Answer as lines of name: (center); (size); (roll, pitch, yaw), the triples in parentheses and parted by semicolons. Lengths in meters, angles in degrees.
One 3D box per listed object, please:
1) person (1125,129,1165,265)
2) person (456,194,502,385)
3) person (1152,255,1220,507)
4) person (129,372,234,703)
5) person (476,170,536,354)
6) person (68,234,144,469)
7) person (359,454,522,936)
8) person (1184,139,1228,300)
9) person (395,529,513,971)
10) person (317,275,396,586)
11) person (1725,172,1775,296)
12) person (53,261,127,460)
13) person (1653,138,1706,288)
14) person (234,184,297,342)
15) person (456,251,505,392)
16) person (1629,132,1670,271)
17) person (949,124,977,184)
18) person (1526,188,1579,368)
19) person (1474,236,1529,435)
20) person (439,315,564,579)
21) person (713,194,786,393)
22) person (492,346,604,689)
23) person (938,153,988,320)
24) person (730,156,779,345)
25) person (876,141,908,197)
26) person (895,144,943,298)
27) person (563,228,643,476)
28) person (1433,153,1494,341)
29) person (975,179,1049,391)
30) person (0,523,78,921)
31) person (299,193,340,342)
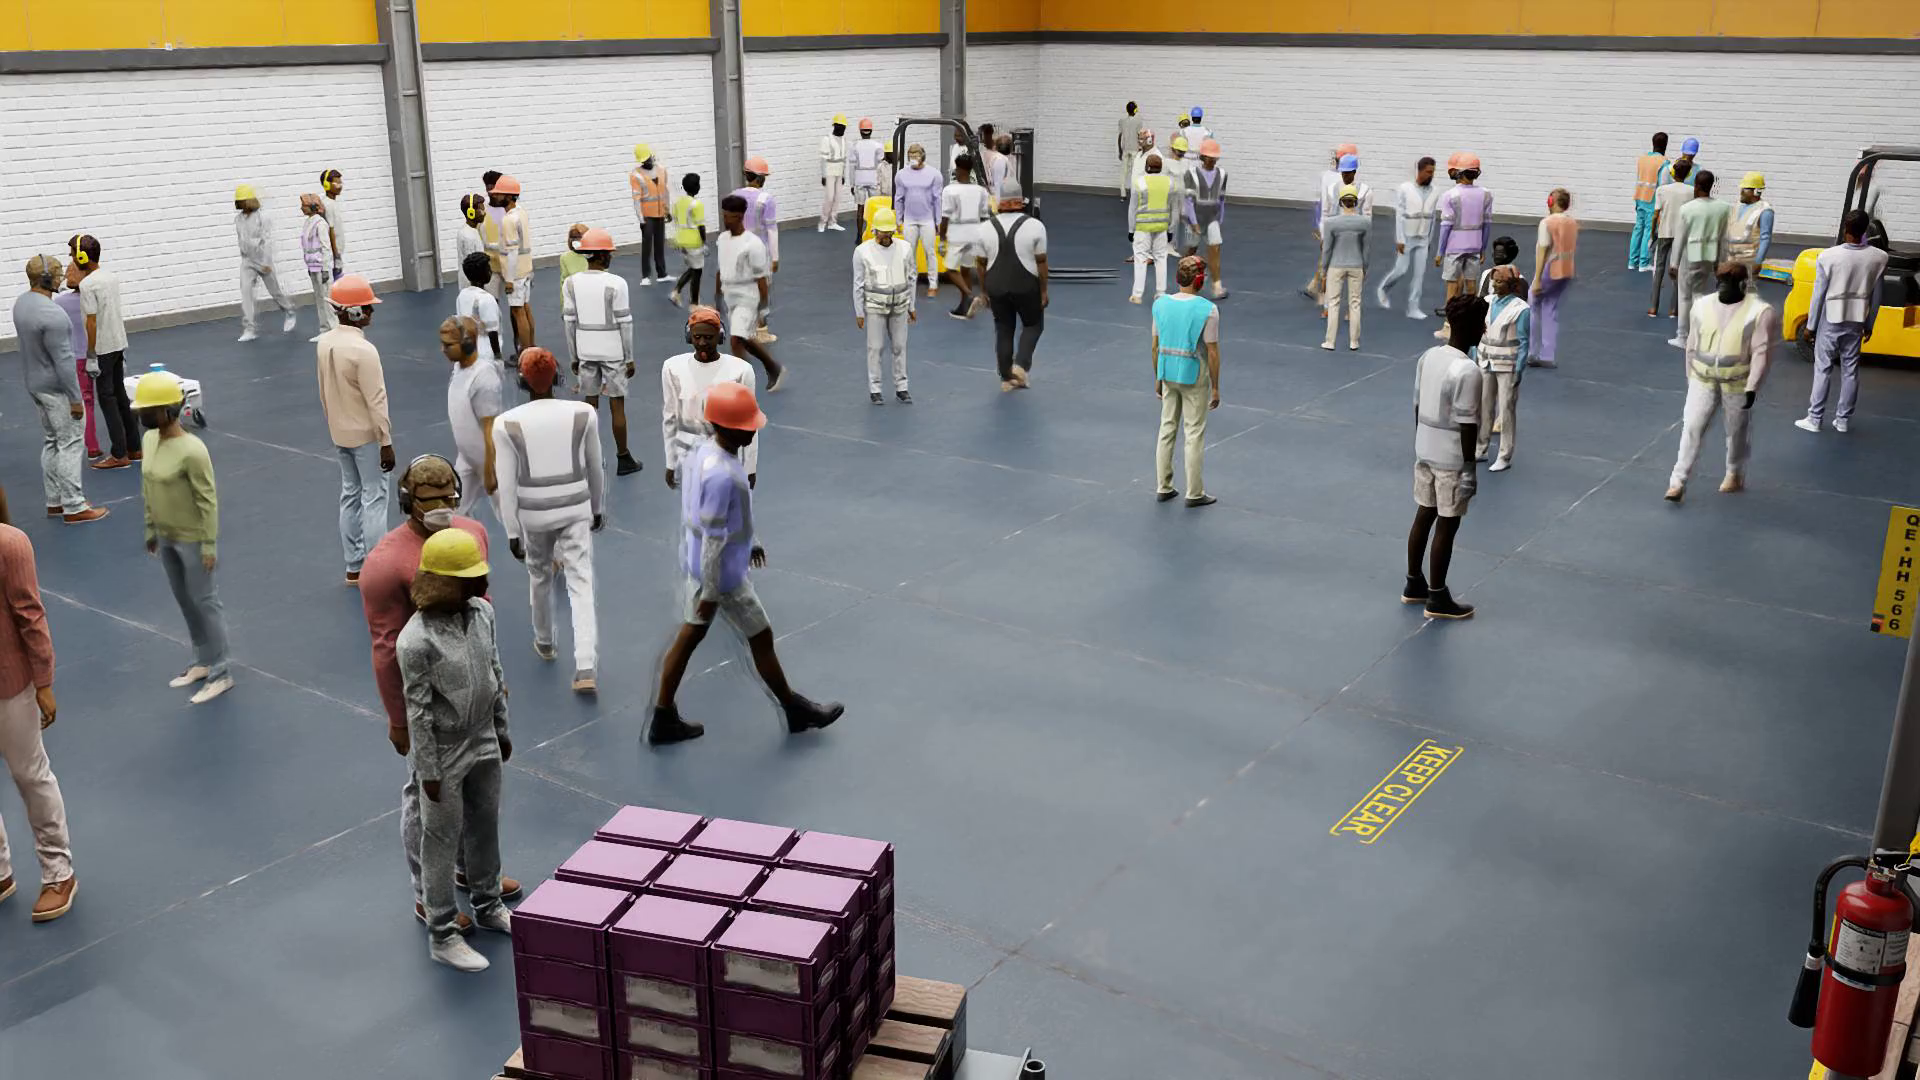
person: (2.640, -4.905, 23.815); (0.409, 1.907, 0.651); (-8, 19, -23)
person: (-4.672, -2.401, 16.067); (0.324, 1.861, 0.510); (-6, 19, -18)
person: (1.642, -1.153, 12.177); (0.565, 1.846, 0.390); (14, 23, 38)
person: (-4.109, -0.018, 8.769); (0.528, 1.769, 0.324); (12, 21, 32)
person: (-4.751, -2.841, 17.278); (0.656, 1.959, 0.404); (-5, 18, -15)
person: (-6.813, -1.494, 13.234); (0.346, 1.855, 0.533); (0, 18, -2)
person: (-2.029, 0.597, 6.556); (0.355, 1.936, 0.636); (8, 19, 23)
person: (3.102, -4.053, 21.035); (0.601, 1.985, 1.032); (-4, 18, -13)
person: (-1.869, 0.786, 6.293); (0.320, 1.737, 0.485); (8, 19, 23)
person: (-3.718, -0.654, 10.377); (0.623, 1.992, 0.392); (15, 23, 38)
person: (8.703, -3.156, 18.463); (0.404, 1.833, 0.591); (-4, 18, -12)
person: (-7.005, -1.452, 13.458); (0.497, 1.633, 0.284); (0, 18, -1)
person: (9.428, -4.274, 21.786); (0.602, 1.941, 0.402); (0, 18, 0)
person: (-7.808, -3.124, 18.576); (0.483, 1.708, 0.858); (4, 18, 12)
person: (-3.844, -1.474, 13.421); (0.322, 1.697, 0.532); (-15, 23, -39)
person: (9.627, -4.718, 23.231); (0.396, 1.911, 0.588); (-5, 18, -15)
person: (0.059, -5.489, 25.716); (0.580, 1.860, 0.734); (16, 24, 42)
person: (5.981, -2.672, 16.985); (0.653, 1.804, 0.557); (-12, 22, -34)
person: (4.615, -1.765, 14.327); (0.316, 1.700, 0.540); (-9, 20, -27)
person: (-2.906, -0.520, 10.285); (0.957, 1.803, 0.520); (-15, 23, -38)
person: (-1.983, -2.249, 15.463); (0.888, 1.940, 0.620); (-15, 23, -39)
person: (-2.190, -0.123, 8.984); (0.571, 1.843, 0.990); (-6, 19, -17)
person: (0.067, -3.513, 19.394); (0.638, 1.949, 0.646); (-11, 21, -31)
person: (-2.216, -3.143, 18.110); (0.617, 2.029, 0.409); (10, 21, 30)
person: (-0.968, -4.847, 23.898); (0.493, 1.743, 0.300); (3, 18, 10)
person: (-0.521, -4.044, 21.096); (0.637, 1.926, 0.367); (4, 18, 13)
person: (-2.795, -1.461, 13.002); (0.545, 1.933, 0.376); (4, 18, 13)
person: (5.516, -3.213, 18.301); (0.605, 2.045, 0.378); (-4, 18, -13)
person: (0.516, -2.422, 15.831); (0.697, 2.000, 0.538); (6, 19, 19)
person: (-3.899, 0.576, 6.562); (0.629, 1.980, 0.411); (-2, 18, -7)
person: (-6.976, -2.945, 18.118); (0.306, 1.640, 0.522); (-14, 22, -37)
